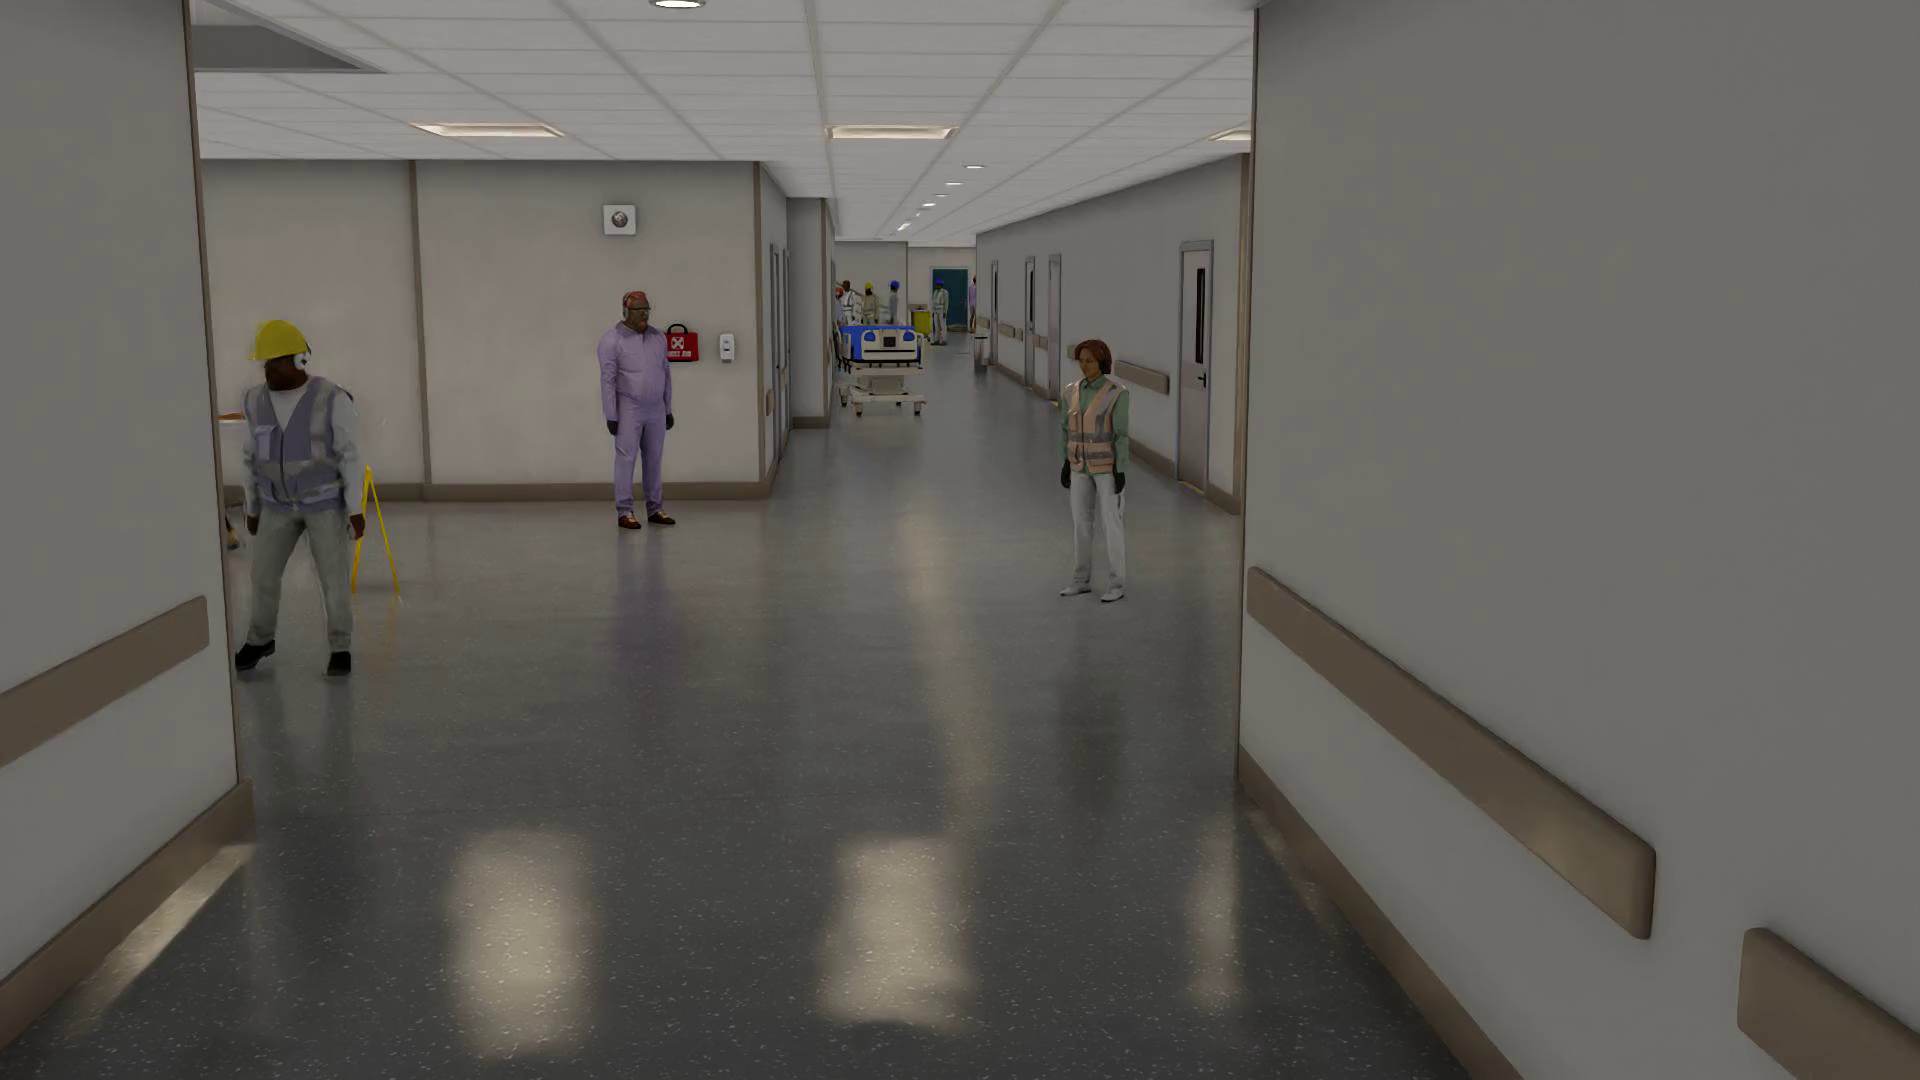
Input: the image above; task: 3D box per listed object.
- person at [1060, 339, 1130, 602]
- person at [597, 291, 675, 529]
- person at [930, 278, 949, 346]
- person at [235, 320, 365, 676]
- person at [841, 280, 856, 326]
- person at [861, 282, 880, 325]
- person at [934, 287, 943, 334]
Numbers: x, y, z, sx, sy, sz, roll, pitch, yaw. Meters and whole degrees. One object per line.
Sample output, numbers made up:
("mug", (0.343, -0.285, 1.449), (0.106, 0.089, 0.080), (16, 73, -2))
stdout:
("person", (0.843, -0.432, 10.364), (0.514, 1.630, 0.318), (8, 12, 42))
("person", (-2.569, -1.040, 13.348), (0.404, 1.899, 0.634), (9, 12, 43))
("person", (-0.582, -6.574, 47.919), (0.384, 1.948, 0.605), (-8, 12, -43))
("person", (-3.360, -0.202, 8.375), (0.765, 1.801, 0.487), (1, 9, 4))
("person", (-3.101, -6.200, 45.778), (0.586, 1.880, 0.341), (9, 12, 43))
("person", (-2.453, -6.050, 44.998), (0.591, 1.831, 0.403), (6, 11, 35))
("person", (-0.710, -8.030, 57.629), (0.315, 1.770, 0.524), (5, 10, 29))
